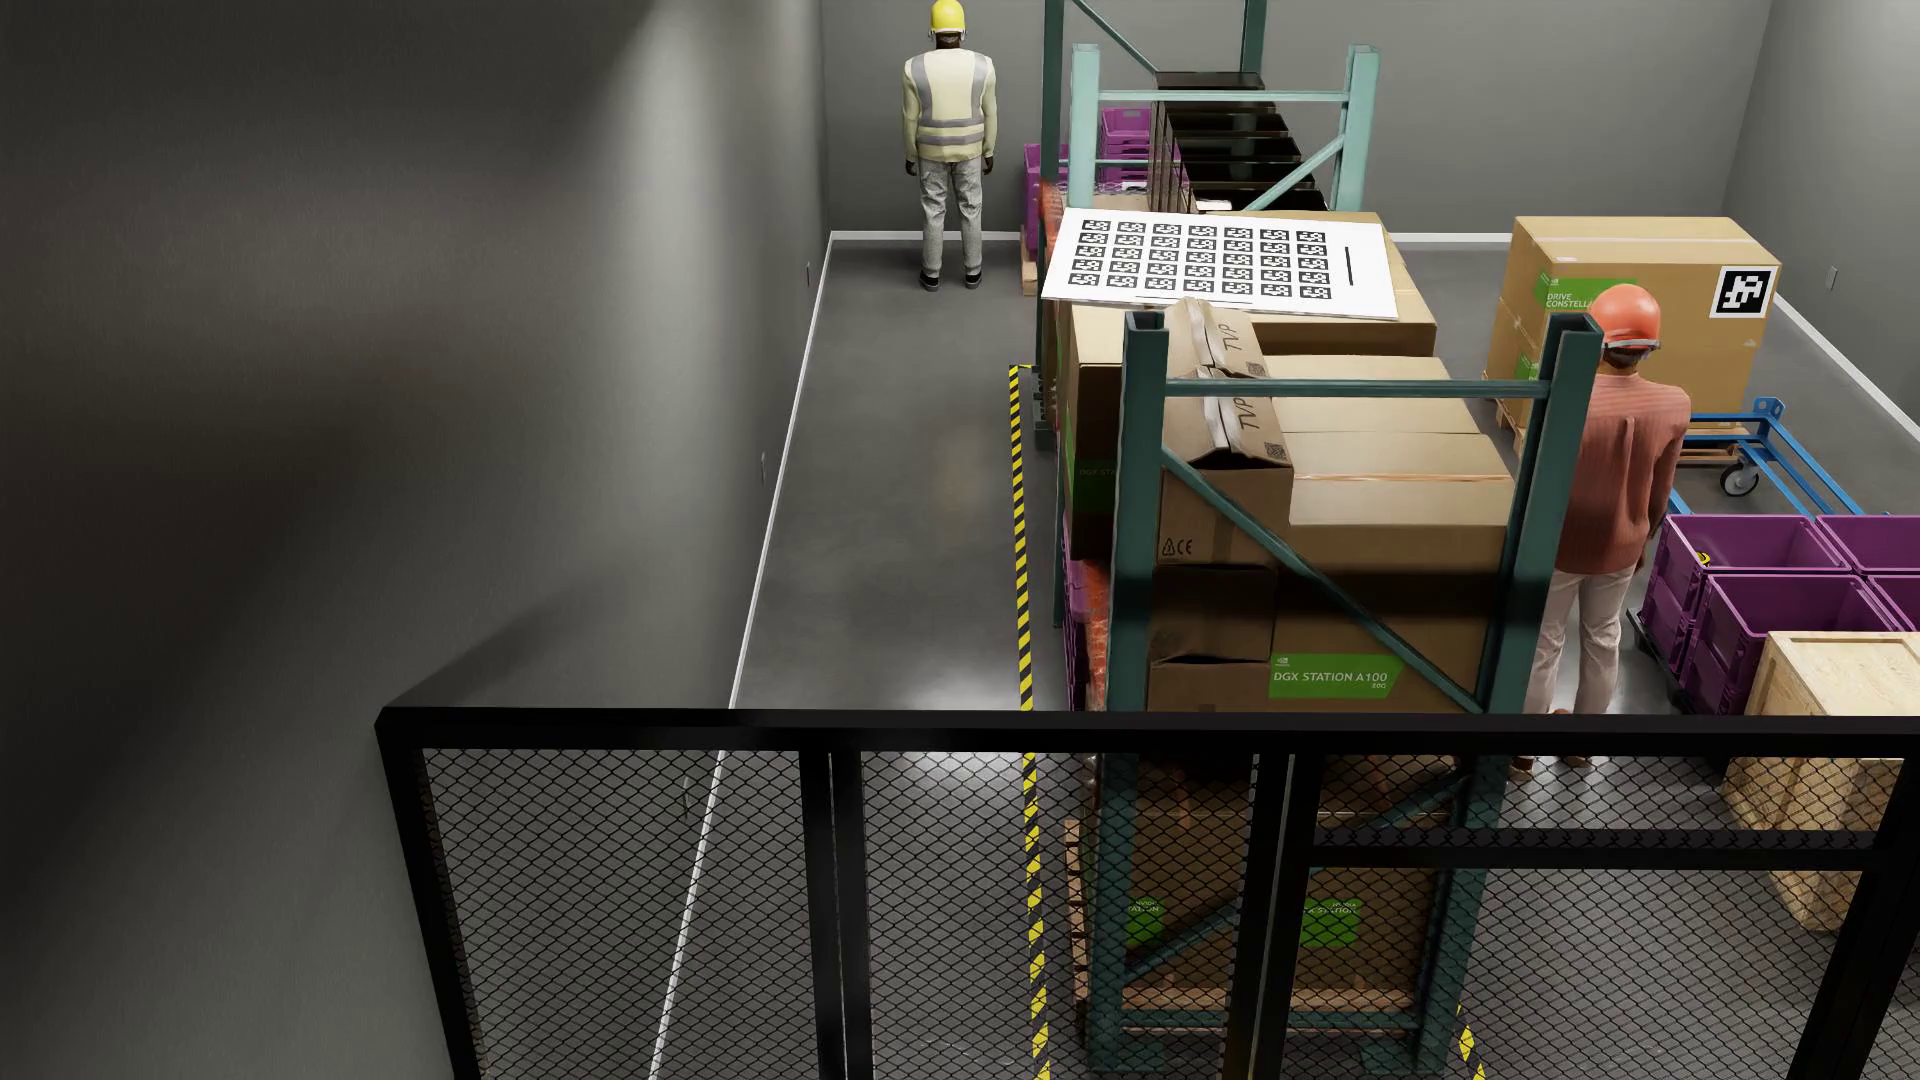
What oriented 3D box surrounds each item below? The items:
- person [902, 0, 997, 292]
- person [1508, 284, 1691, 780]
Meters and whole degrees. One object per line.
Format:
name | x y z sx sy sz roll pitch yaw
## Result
person | -0.066 -2.454 10.389 0.590 1.837 0.403 -3 31 -6
person | 2.289 0.004 6.153 0.613 1.995 0.391 -6 32 -10
